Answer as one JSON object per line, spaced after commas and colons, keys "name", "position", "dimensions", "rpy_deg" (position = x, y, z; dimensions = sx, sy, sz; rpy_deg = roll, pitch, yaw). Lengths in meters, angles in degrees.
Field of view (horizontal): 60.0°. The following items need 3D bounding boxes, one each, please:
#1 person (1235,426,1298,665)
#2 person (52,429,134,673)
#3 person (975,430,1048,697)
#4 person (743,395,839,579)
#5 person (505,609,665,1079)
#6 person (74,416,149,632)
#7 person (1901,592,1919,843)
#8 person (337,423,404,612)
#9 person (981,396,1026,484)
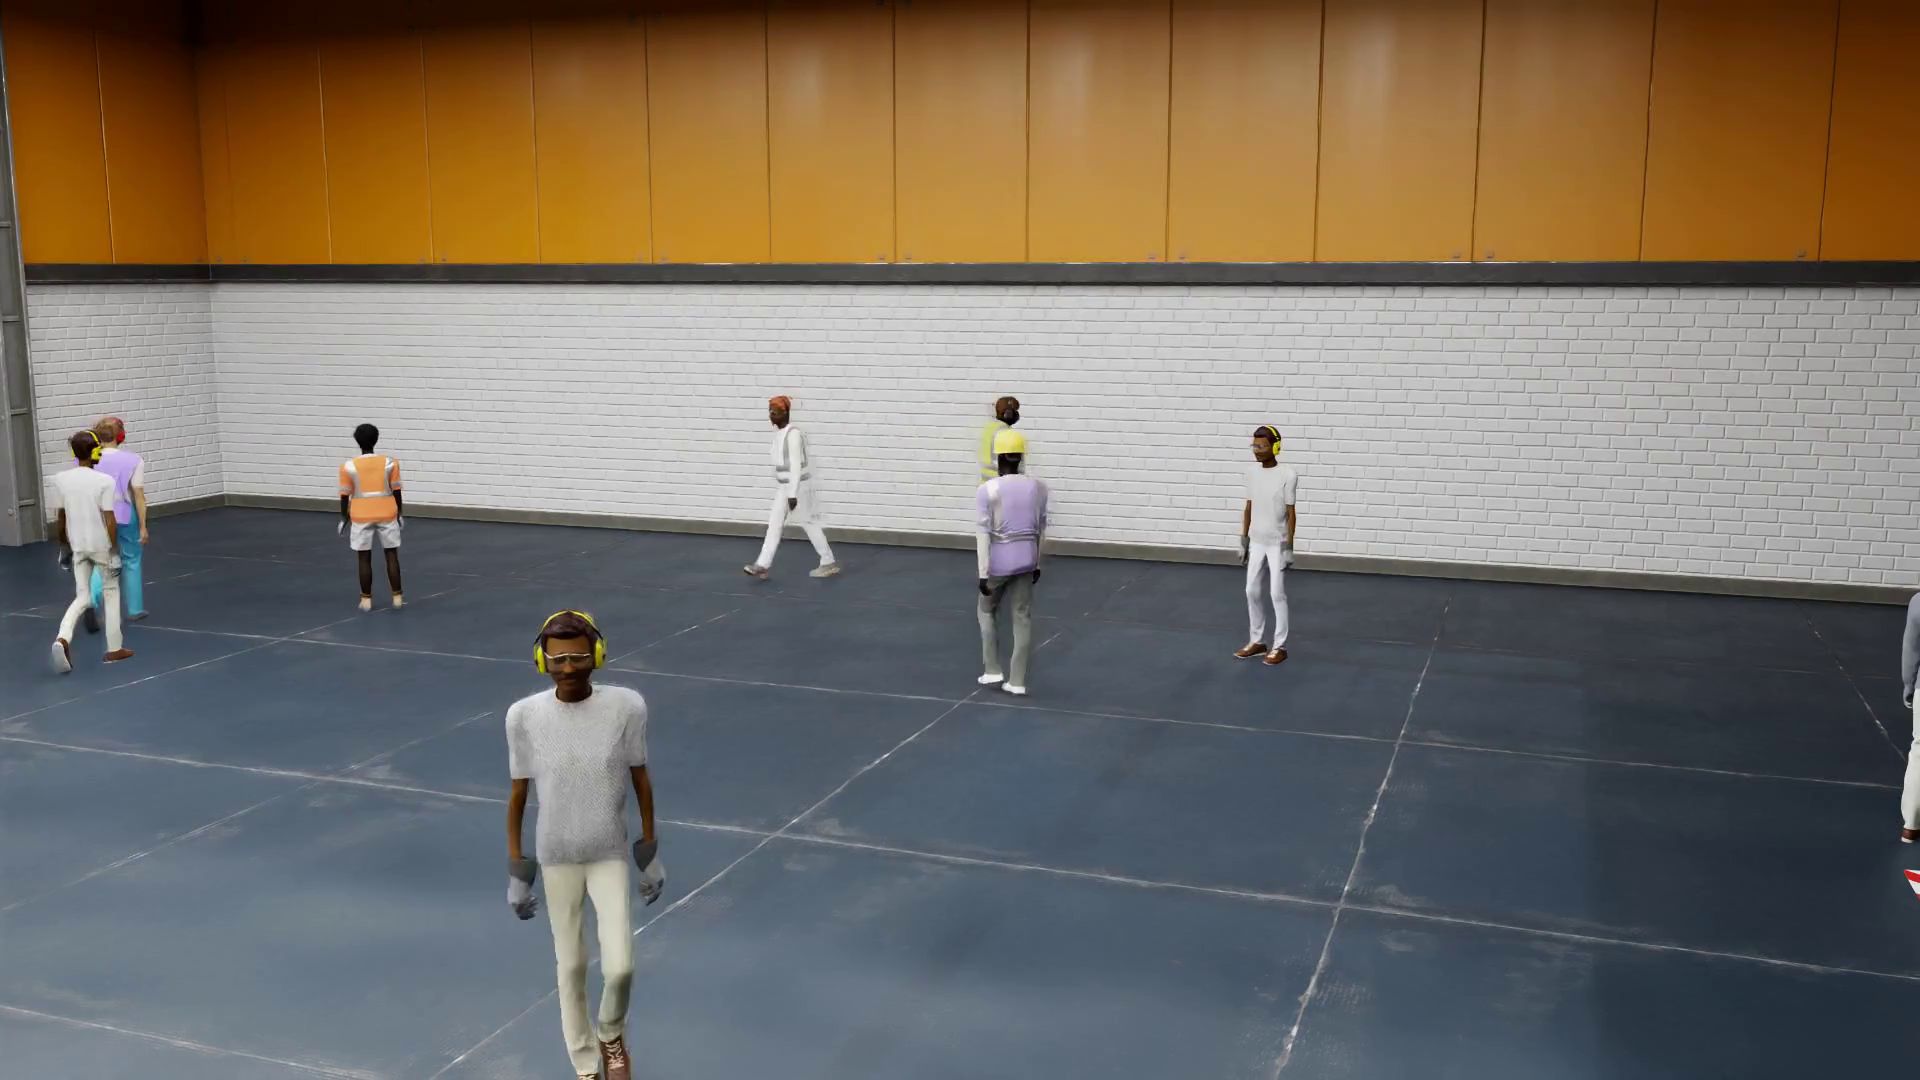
{"name": "person", "position": [2.395, 0.037, 12.916], "dimensions": [0.331, 1.858, 0.514], "rpy_deg": [-8, 12, -42]}
{"name": "person", "position": [-6.674, 0.079, 12.693], "dimensions": [0.530, 1.846, 0.771], "rpy_deg": [1, 9, 5]}
{"name": "person", "position": [0.335, 0.156, 12.007], "dimensions": [0.603, 1.900, 0.660], "rpy_deg": [-4, 10, -24]}
{"name": "person", "position": [-1.665, -0.511, 16.374], "dimensions": [1.010, 1.826, 0.617], "rpy_deg": [-5, 10, -29]}
{"name": "person", "position": [-1.342, 1.158, 5.950], "dimensions": [0.557, 1.856, 0.385], "rpy_deg": [-1, 9, -9]}
{"name": "person", "position": [-7.232, -0.142, 14.164], "dimensions": [0.571, 1.817, 0.847], "rpy_deg": [-1, 9, -6]}
{"name": "person", "position": [5.204, 0.822, 8.728], "dimensions": [0.277, 1.631, 0.506], "rpy_deg": [-6, 11, -32]}
{"name": "person", "position": [-5.257, -0.197, 14.861], "dimensions": [0.563, 1.696, 0.331], "rpy_deg": [-4, 10, -24]}
{"name": "person", "position": [0.441, -0.504, 16.382], "dimensions": [0.453, 1.827, 0.634], "rpy_deg": [-3, 10, -18]}
